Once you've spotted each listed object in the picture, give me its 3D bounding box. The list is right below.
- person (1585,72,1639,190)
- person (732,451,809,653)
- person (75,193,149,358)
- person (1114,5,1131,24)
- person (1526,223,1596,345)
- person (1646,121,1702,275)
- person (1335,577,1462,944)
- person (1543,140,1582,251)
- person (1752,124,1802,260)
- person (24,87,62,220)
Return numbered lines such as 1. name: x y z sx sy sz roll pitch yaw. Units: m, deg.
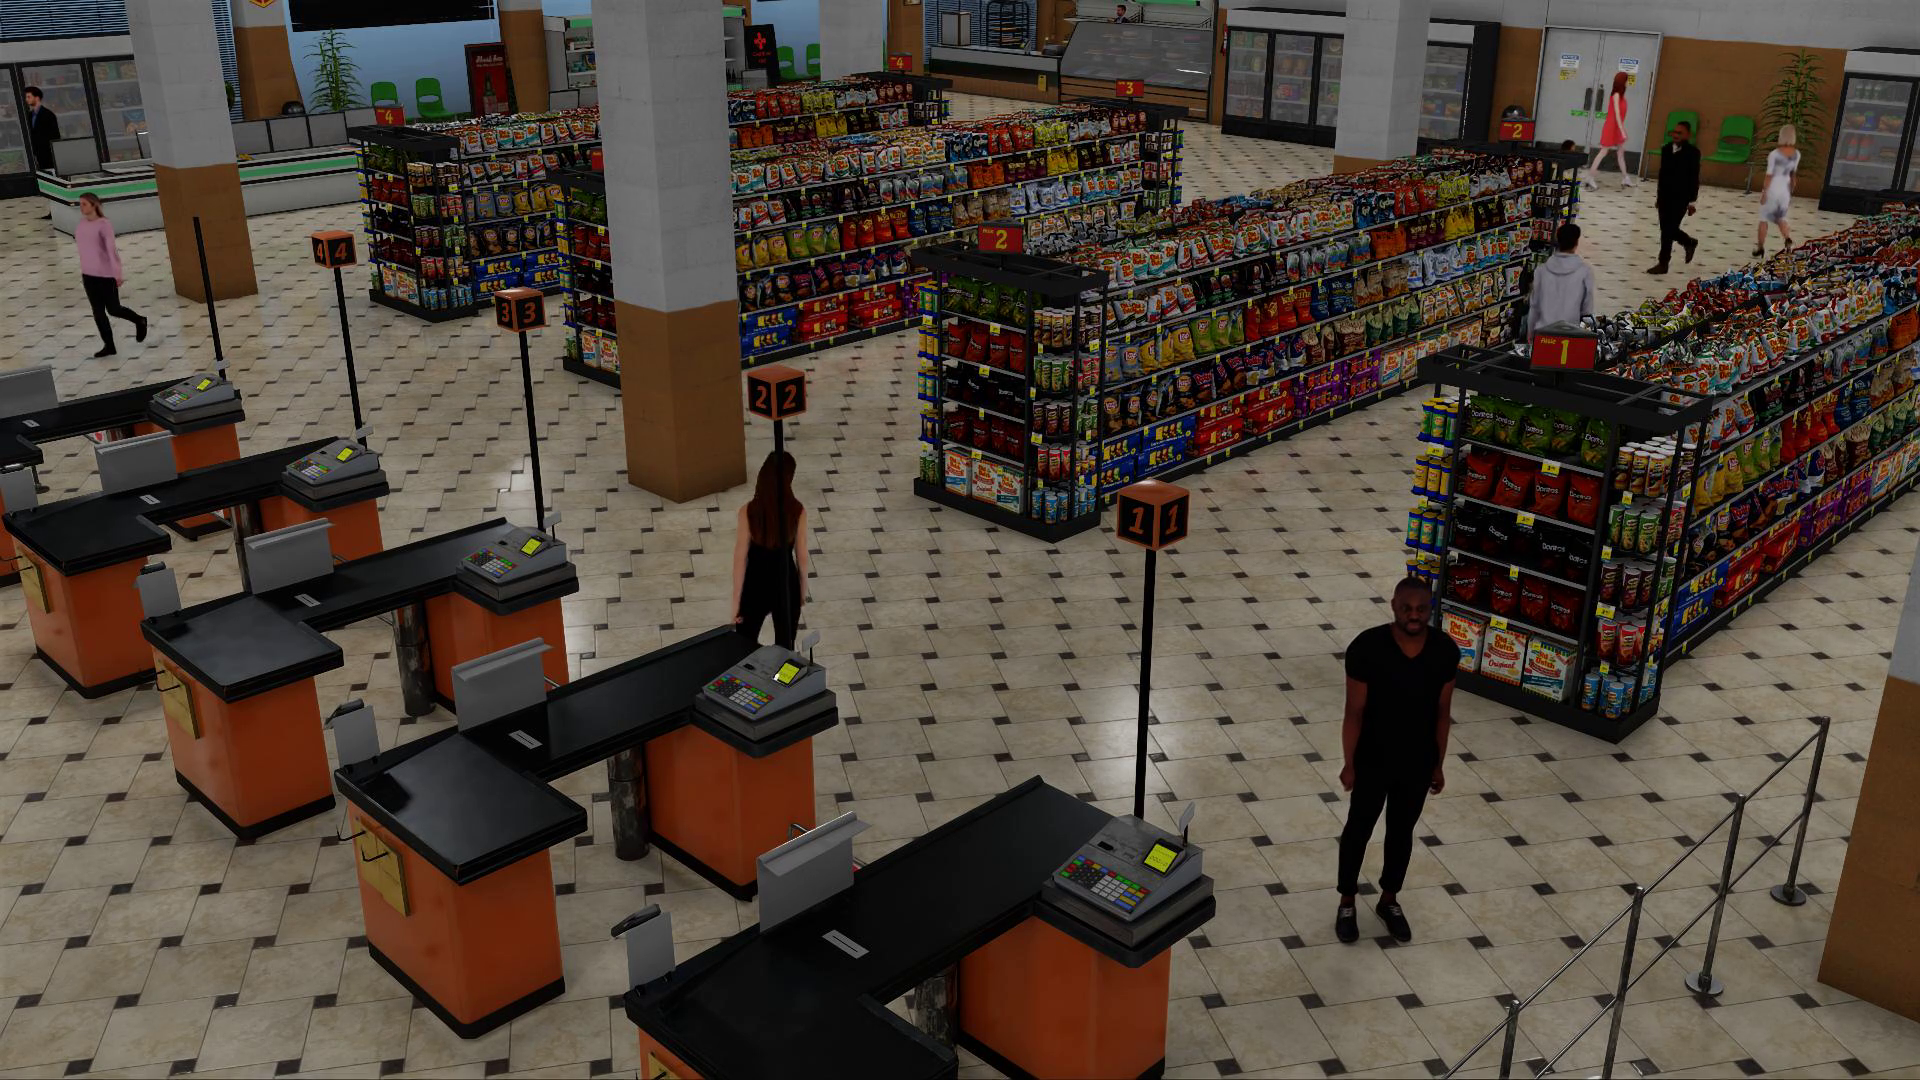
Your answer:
1. person: 10.144 -6.375 26.057 0.821 1.785 1.003 12 25 27
2. person: -1.105 0.356 9.427 0.748 1.696 0.943 -14 26 -30
3. person: -8.809 -2.749 17.185 0.840 1.672 1.008 8 23 18
4. person: 3.717 -11.425 38.515 0.614 1.868 0.567 20 29 41
5. person: 5.163 -1.761 14.397 0.864 1.918 0.978 10 24 23
6. person: 8.937 -4.237 20.624 1.217 1.869 0.928 -12 25 -28
7. person: 1.988 1.004 7.650 0.735 1.819 0.796 0 22 0
8. person: 7.327 -4.089 20.553 1.048 1.649 0.864 -13 25 -29
9. person: 10.459 -4.394 21.203 0.967 1.730 0.999 -2 22 -4
10. person: -13.062 -5.539 23.835 0.755 1.891 0.688 12 25 27
